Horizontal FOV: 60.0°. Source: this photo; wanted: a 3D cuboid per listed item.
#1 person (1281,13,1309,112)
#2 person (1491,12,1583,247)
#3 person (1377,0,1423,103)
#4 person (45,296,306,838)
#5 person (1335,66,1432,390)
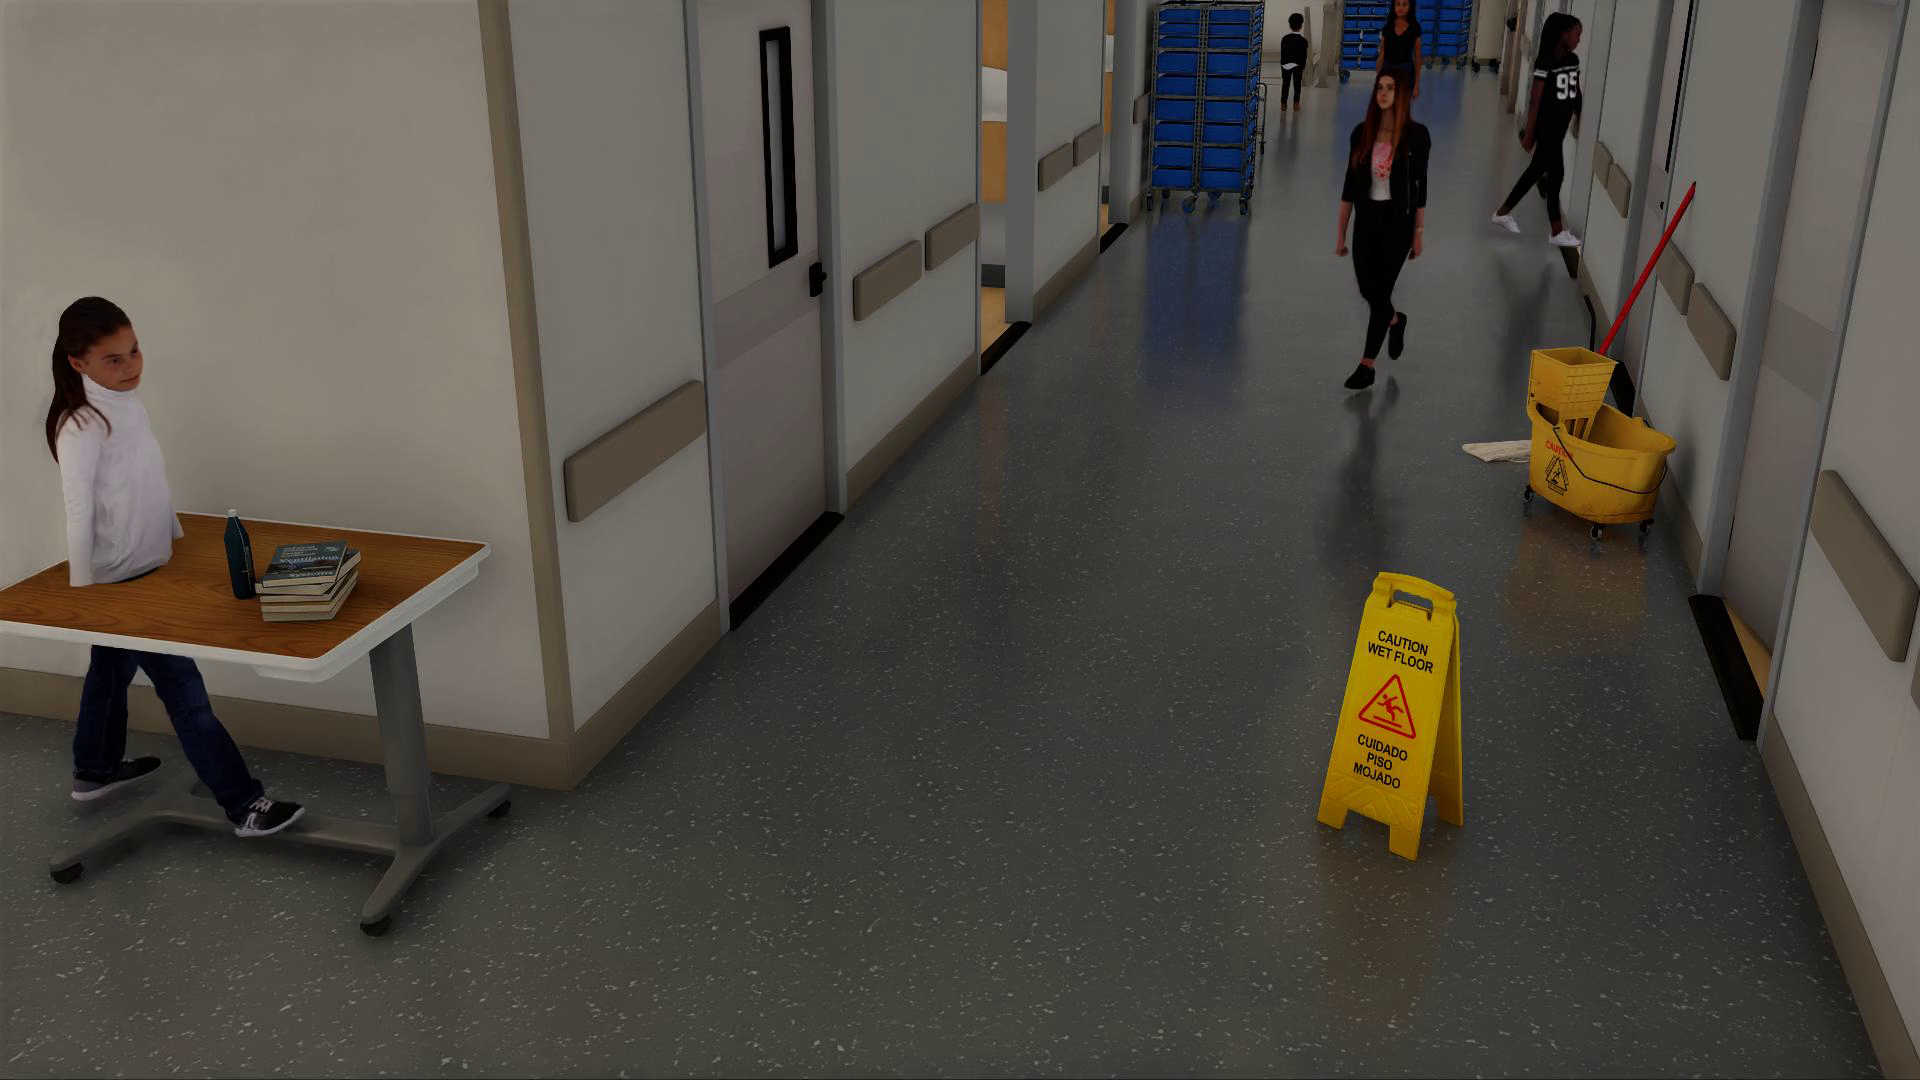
[{"bbox_3d":[4.342,-6.232,21.683,0.496,1.222,0.474,5,21,12],"label":"person"},{"bbox_3d":[4.517,-3.182,12.946,1.141,1.708,1.073,-16,26,-36],"label":"person"},{"bbox_3d":[4.293,-4.456,16.312,0.618,1.707,1.065,6,22,16],"label":"person"},{"bbox_3d":[-2.346,0.107,4.544,0.969,1.509,1.038,-3,21,-8],"label":"person"},{"bbox_3d":[2.346,-1.696,9.051,0.867,1.687,1.142,15,25,34],"label":"person"}]
